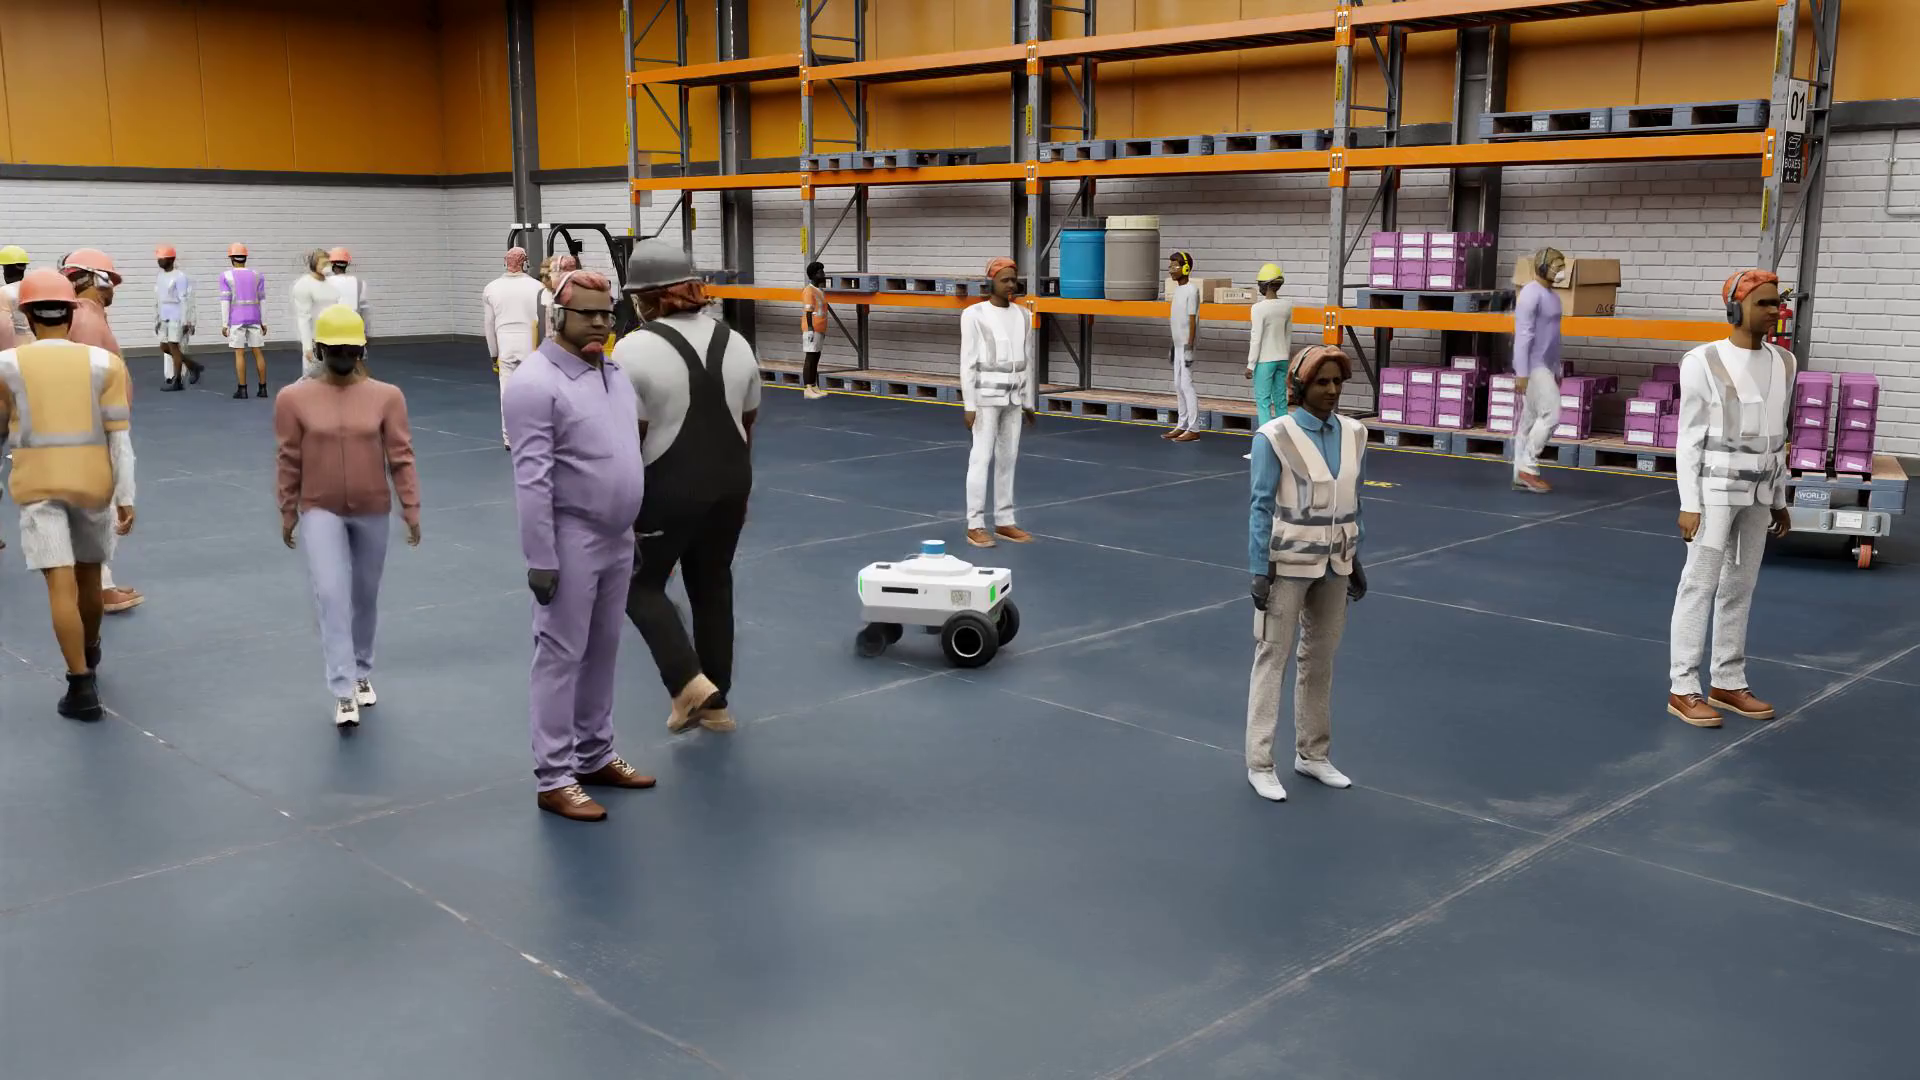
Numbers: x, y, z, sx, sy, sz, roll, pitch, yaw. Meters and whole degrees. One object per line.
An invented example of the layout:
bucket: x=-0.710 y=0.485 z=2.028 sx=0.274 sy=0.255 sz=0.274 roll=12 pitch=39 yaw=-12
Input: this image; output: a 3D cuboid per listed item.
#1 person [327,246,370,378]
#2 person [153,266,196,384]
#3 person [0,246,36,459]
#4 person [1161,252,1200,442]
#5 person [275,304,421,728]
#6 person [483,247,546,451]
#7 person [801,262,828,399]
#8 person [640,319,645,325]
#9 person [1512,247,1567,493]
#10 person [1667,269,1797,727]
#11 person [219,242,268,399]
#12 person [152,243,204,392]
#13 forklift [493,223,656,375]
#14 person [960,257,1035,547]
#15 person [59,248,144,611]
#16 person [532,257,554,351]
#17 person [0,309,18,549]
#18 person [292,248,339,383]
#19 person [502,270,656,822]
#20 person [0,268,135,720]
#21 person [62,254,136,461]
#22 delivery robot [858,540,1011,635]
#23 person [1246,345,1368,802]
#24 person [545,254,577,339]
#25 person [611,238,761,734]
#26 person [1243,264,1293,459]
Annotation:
person: x=-7.001 y=-2.405 z=19.053 sx=0.884 sy=1.908 sz=0.554 roll=10 pitch=14 yaw=43
person: x=-10.593 y=-2.884 z=22.450 sx=0.527 sy=1.593 sz=0.848 roll=-5 pitch=11 yaw=-24
person: x=-8.470 y=-1.688 z=15.059 sx=0.363 sy=1.928 sz=0.587 roll=2 pitch=11 yaw=11
person: x=2.199 y=-1.900 z=16.415 sx=0.318 sy=1.860 sz=0.509 roll=-2 pitch=11 yaw=-13
person: x=-2.517 y=-0.100 z=6.898 sx=0.542 sy=1.728 sz=0.846 roll=-5 pitch=12 yaw=-27
person: x=-4.124 y=-1.787 z=15.656 sx=0.638 sy=1.909 sz=0.408 roll=0 pitch=10 yaw=2
person: x=-1.800 y=-2.604 z=20.681 sx=0.317 sy=1.695 sz=0.540 roll=2 pitch=11 yaw=12
person: x=-1.679 y=-0.562 z=9.400 sx=0.519 sy=1.758 sz=0.343 roll=-6 pitch=12 yaw=-28
person: x=4.589 y=-1.313 z=13.010 sx=0.515 sy=1.925 sz=0.654 roll=7 pitch=13 yaw=34
person: x=3.214 y=-0.171 z=6.909 sx=0.574 sy=1.884 sz=0.356 roll=-4 pitch=11 yaw=-23
person: x=-8.916 y=-2.724 z=20.689 sx=0.552 sy=1.932 sz=0.377 roll=-9 pitch=14 yaw=-42
person: x=-10.230 y=-2.906 z=21.717 sx=0.566 sy=1.922 sz=0.601 roll=7 pitch=12 yaw=33
forklift: x=-5.316 y=-3.263 z=22.920 sx=2.313 sy=2.155 sz=1.214 roll=-10 pitch=14 yaw=-44
person: x=0.247 y=-0.901 z=10.884 sx=0.583 sy=1.882 sz=0.337 roll=-8 pitch=13 yaw=-38
person: x=-4.697 y=-0.602 z=9.078 sx=0.406 sy=1.957 sz=0.676 roll=-6 pitch=12 yaw=-30
person: x=-3.727 y=-1.696 z=15.396 sx=0.535 sy=1.840 sz=0.463 roll=3 pitch=11 yaw=13
person: x=-6.327 y=-0.857 z=10.634 sx=0.673 sy=1.886 sz=0.514 roll=-2 pitch=11 yaw=-11
person: x=-6.522 y=-1.998 z=16.845 sx=0.968 sy=1.911 sz=0.635 roll=4 pitch=11 yaw=20
person: x=-1.303 y=0.011 z=5.859 sx=0.400 sy=1.903 sz=0.645 roll=4 pitch=11 yaw=19
person: x=-3.889 y=-0.219 z=7.178 sx=0.576 sy=1.867 sz=1.004 roll=-7 pitch=12 yaw=-33
person: x=-7.699 y=-1.538 z=14.402 sx=0.590 sy=1.881 sz=0.954 roll=4 pitch=11 yaw=19
delivery robot: x=-0.125 y=0.244 z=8.012 sx=0.707 sy=0.478 sz=0.477 roll=3 pitch=11 yaw=15
person: x=1.254 y=0.116 z=6.010 sx=0.523 sy=1.638 sz=0.310 roll=-6 pitch=12 yaw=-28
person: x=-3.165 y=-1.427 z=13.784 sx=0.875 sy=1.879 sz=0.642 roll=4 pitch=11 yaw=22
person: x=-1.121 y=-0.208 z=6.677 sx=0.695 sy=2.000 sz=0.572 roll=-10 pitch=14 yaw=-42
person: x=2.781 y=-1.599 z=15.014 sx=0.523 sy=1.769 sz=0.313 roll=-8 pitch=13 yaw=-38
